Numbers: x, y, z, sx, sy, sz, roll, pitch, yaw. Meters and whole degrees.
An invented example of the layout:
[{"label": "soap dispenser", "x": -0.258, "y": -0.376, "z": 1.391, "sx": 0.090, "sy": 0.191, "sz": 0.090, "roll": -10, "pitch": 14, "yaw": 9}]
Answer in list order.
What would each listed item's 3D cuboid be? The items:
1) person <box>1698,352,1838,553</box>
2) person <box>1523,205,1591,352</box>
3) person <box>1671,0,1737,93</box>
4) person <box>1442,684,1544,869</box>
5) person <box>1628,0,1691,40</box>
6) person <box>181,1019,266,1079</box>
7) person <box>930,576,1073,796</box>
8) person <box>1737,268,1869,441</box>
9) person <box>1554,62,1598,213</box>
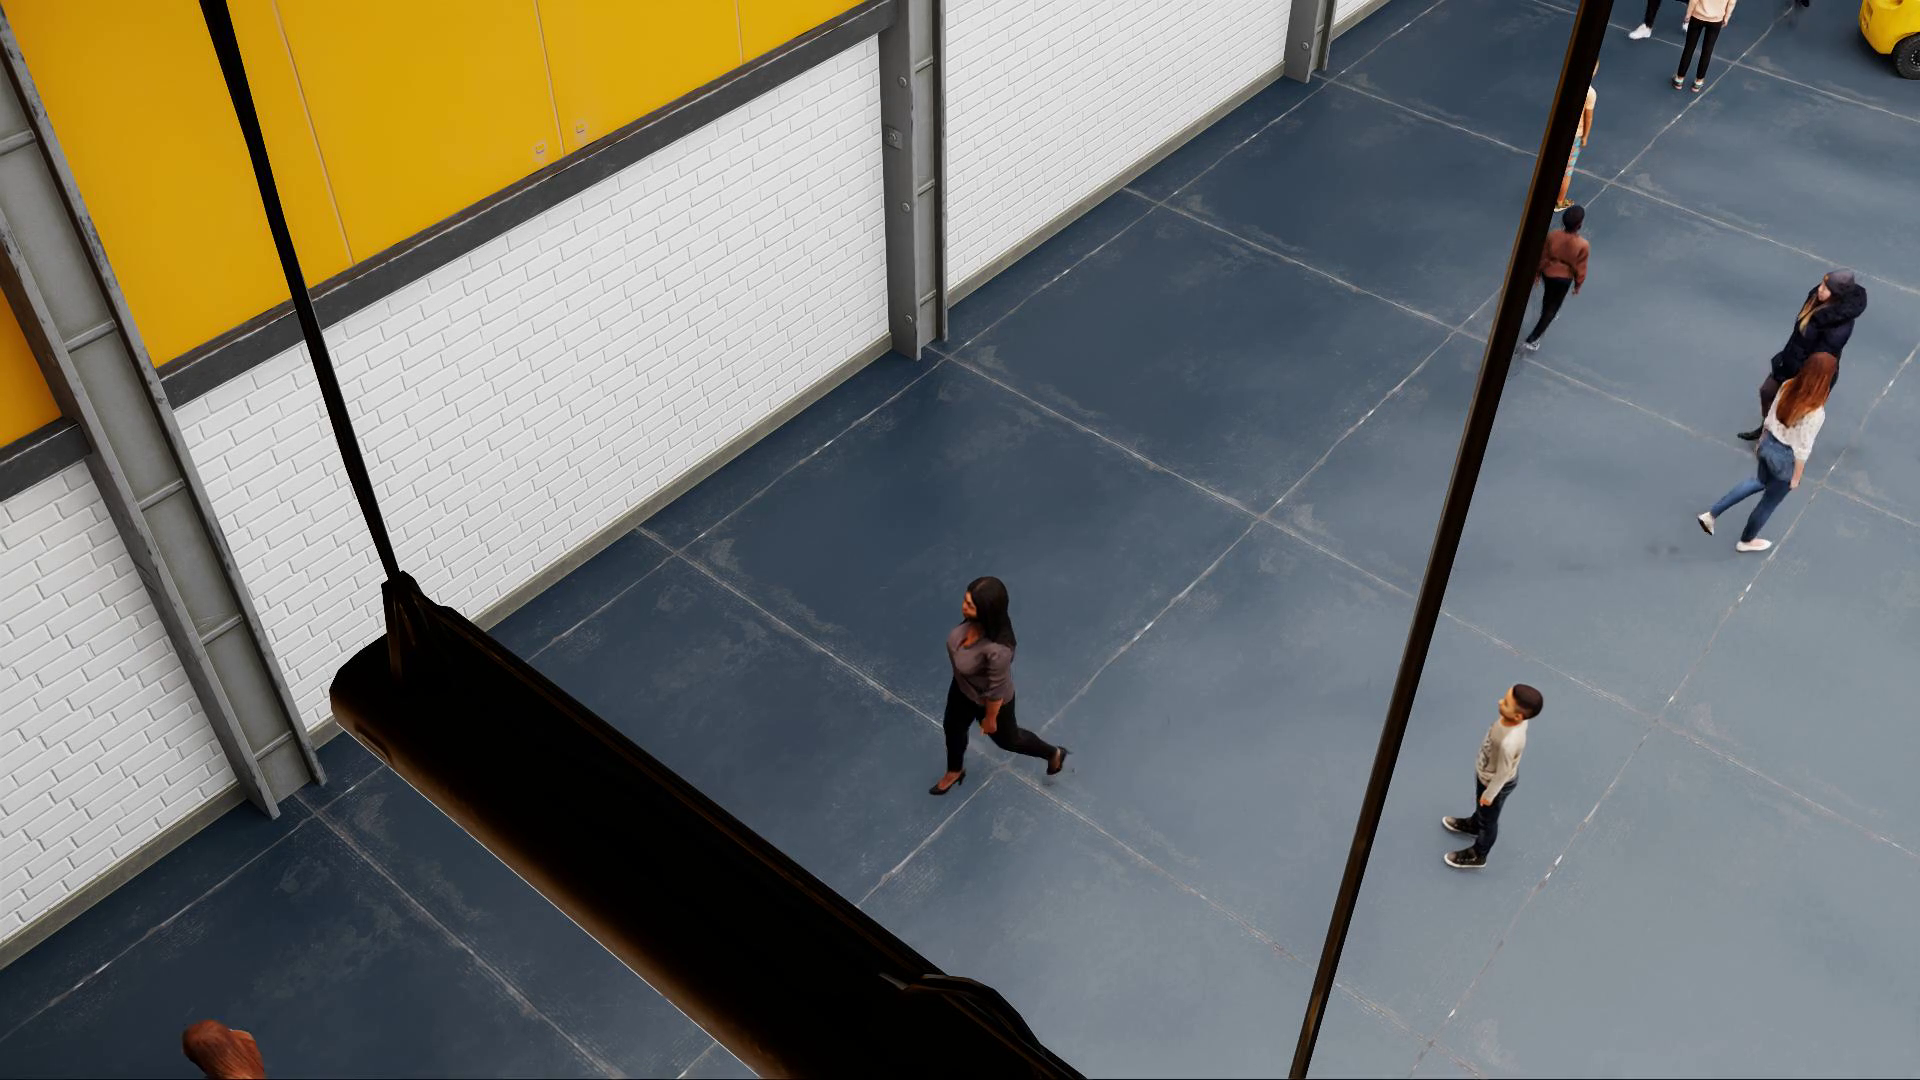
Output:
[{"label": "person", "x": 5.501, "y": -0.560, "z": 11.316, "sx": 0.921, "sy": 1.720, "sz": 0.850, "roll": -5, "pitch": 44, "yaw": -6}, {"label": "person", "x": 4.742, "y": -2.079, "z": 13.259, "sx": 0.530, "sy": 1.239, "sz": 0.886, "roll": 30, "pitch": 51, "yaw": 28}, {"label": "person", "x": 7.316, "y": -5.121, "z": 16.275, "sx": 0.627, "sy": 1.484, "sz": 0.613, "roll": 15, "pitch": 46, "yaw": 15}, {"label": "person", "x": 3.074, "y": 1.334, "z": 9.513, "sx": 0.686, "sy": 1.465, "sz": 0.577, "roll": 10, "pitch": 45, "yaw": 10}, {"label": "person", "x": 7.431, "y": -5.971, "z": 16.948, "sx": 1.152, "sy": 1.787, "sz": 0.898, "roll": -19, "pitch": 47, "yaw": -19}, {"label": "person", "x": -3.235, "y": 2.740, "z": 7.881, "sx": 1.123, "sy": 1.681, "sz": 0.908, "roll": -17, "pitch": 46, "yaw": -17}, {"label": "person", "x": 0.253, "y": 0.882, "z": 9.737, "sx": 1.216, "sy": 1.811, "sz": 1.031, "roll": -13, "pitch": 45, "yaw": -14}, {"label": "person", "x": 6.244, "y": -1.255, "z": 12.086, "sx": 0.852, "sy": 1.665, "sz": 0.779, "roll": 1, "pitch": 44, "yaw": 1}, {"label": "person", "x": 5.377, "y": -3.612, "z": 14.708, "sx": 0.513, "sy": 1.461, "sz": 0.545, "roll": -33, "pitch": 52, "yaw": -30}]
